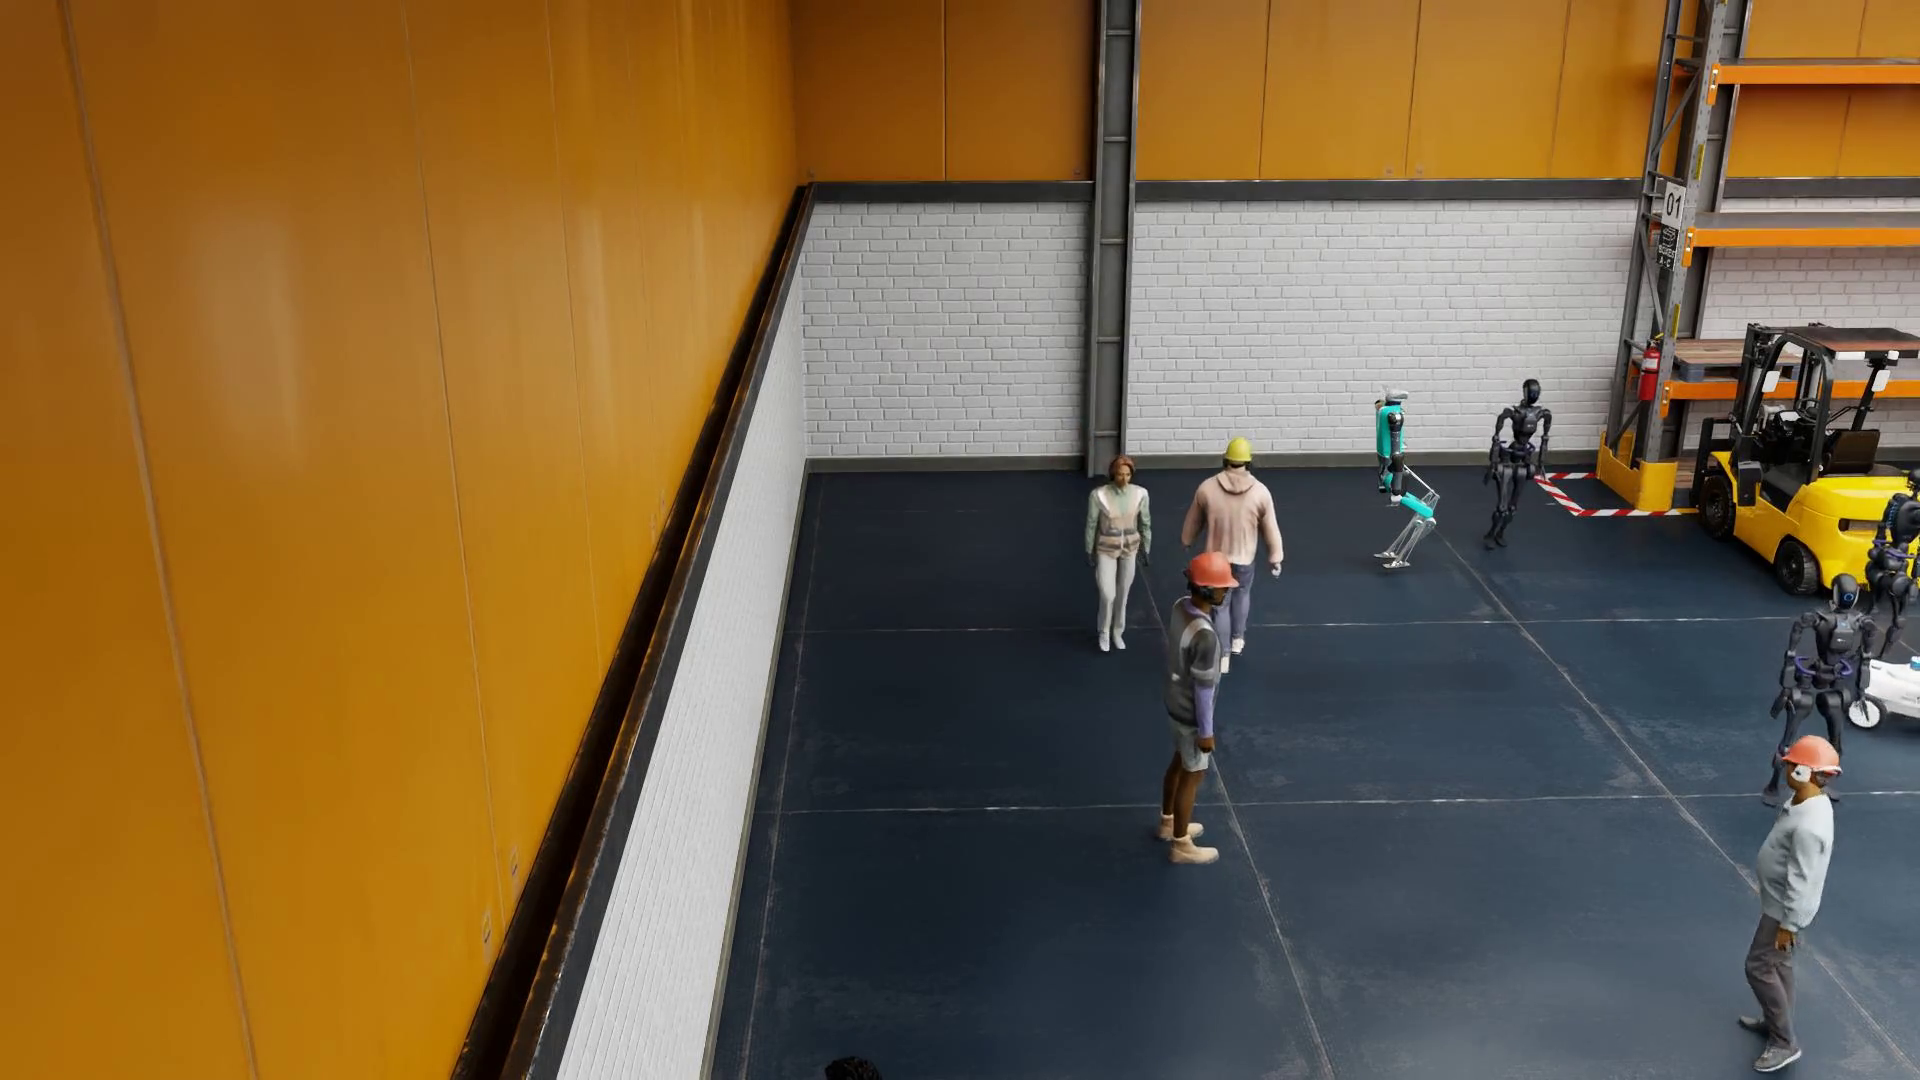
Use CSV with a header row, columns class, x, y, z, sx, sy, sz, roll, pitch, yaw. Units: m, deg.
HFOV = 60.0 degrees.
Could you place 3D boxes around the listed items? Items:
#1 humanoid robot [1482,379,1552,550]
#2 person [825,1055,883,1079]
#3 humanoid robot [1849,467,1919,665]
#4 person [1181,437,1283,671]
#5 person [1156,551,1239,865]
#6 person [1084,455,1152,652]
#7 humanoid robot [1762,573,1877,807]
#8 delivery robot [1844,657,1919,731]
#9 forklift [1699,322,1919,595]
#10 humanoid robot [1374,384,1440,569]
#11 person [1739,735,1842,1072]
class,x,y,z,sx,sy,sz,roll,pitch,yaw
humanoid robot,5.156,-0.709,15.449,0.592,1.645,0.443,-3,20,-7
person,-0.387,2.669,6.255,0.318,1.696,0.534,0,20,0
humanoid robot,7.264,0.214,12.937,0.306,1.649,0.616,-2,20,-4
person,2.127,0.075,13.089,0.780,1.837,0.730,1,20,4
person,1.464,1.027,10.230,0.407,2.033,0.601,-3,20,-7
person,1.273,0.124,13.238,0.537,1.623,0.441,-5,21,-14
humanoid robot,5.632,0.968,10.884,0.601,1.639,0.381,1,20,3
delivery robot,6.871,1.140,12.075,0.797,0.613,0.499,17,26,38
forklift,7.809,-0.792,14.926,1.214,2.155,2.313,-1,20,-2
humanoid robot,4.004,-0.564,14.772,0.735,1.673,0.533,-1,20,-2
person,4.241,1.842,8.492,0.365,1.708,0.651,10,22,25
